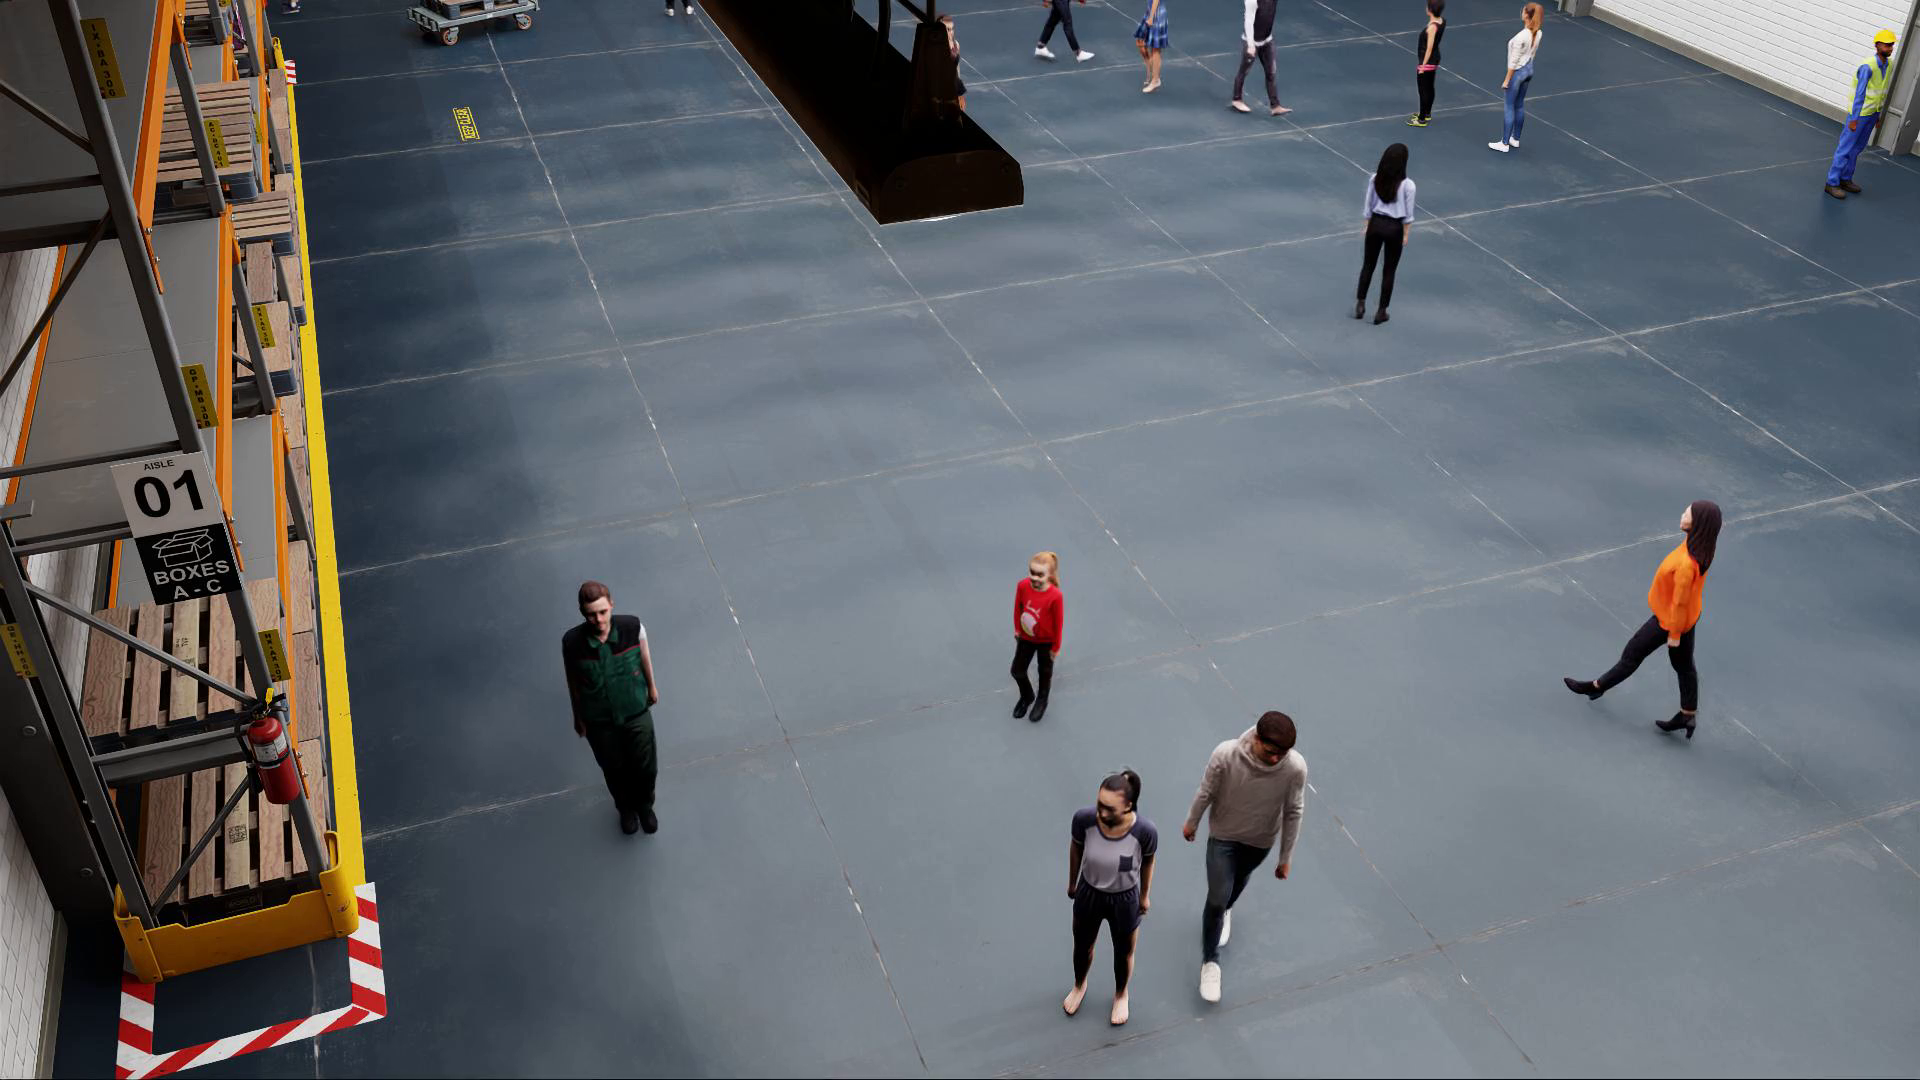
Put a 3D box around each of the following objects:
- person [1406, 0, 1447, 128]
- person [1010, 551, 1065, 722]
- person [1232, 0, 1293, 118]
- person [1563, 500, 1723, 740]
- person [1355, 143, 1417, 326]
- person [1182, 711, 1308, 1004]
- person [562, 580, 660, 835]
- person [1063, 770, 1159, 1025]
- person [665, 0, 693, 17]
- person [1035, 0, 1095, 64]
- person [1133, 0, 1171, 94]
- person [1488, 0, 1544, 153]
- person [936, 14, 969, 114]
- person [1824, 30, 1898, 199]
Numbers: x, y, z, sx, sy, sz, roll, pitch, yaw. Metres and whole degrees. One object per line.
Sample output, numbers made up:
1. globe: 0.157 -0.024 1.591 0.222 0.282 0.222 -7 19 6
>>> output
1. person: 5.723 -5.840 20.257 0.665 1.551 0.624 20 39 27
2. person: 0.531 0.594 10.825 0.603 1.276 0.662 14 36 21
3. person: 3.598 -6.129 20.479 0.948 1.785 1.220 -24 40 -32
4. person: 4.605 0.543 10.515 1.176 1.704 1.010 22 39 29
5. person: 3.979 -2.877 15.625 0.680 1.743 0.782 22 39 29
6. person: 1.531 1.518 8.963 1.021 1.799 1.183 4 34 6
7. person: -2.036 0.950 9.789 0.668 1.830 0.655 -10 35 -15
8. person: 0.769 1.841 8.611 0.670 1.650 0.698 9 35 14
9. person: -4.166 -8.498 24.132 0.639 1.687 0.586 -11 35 -16
10. person: 1.272 -7.271 22.221 1.284 1.760 1.169 19 38 26
11. person: 2.544 -6.561 21.120 0.775 1.796 0.658 -5 34 -8
12. person: 6.555 -5.426 19.481 0.676 1.720 0.650 -26 41 -33
13. person: -0.210 -5.262 19.285 0.691 1.664 0.750 -24 40 -31
14. person: 9.953 -4.707 18.315 0.703 1.813 0.647 -18 38 -25
